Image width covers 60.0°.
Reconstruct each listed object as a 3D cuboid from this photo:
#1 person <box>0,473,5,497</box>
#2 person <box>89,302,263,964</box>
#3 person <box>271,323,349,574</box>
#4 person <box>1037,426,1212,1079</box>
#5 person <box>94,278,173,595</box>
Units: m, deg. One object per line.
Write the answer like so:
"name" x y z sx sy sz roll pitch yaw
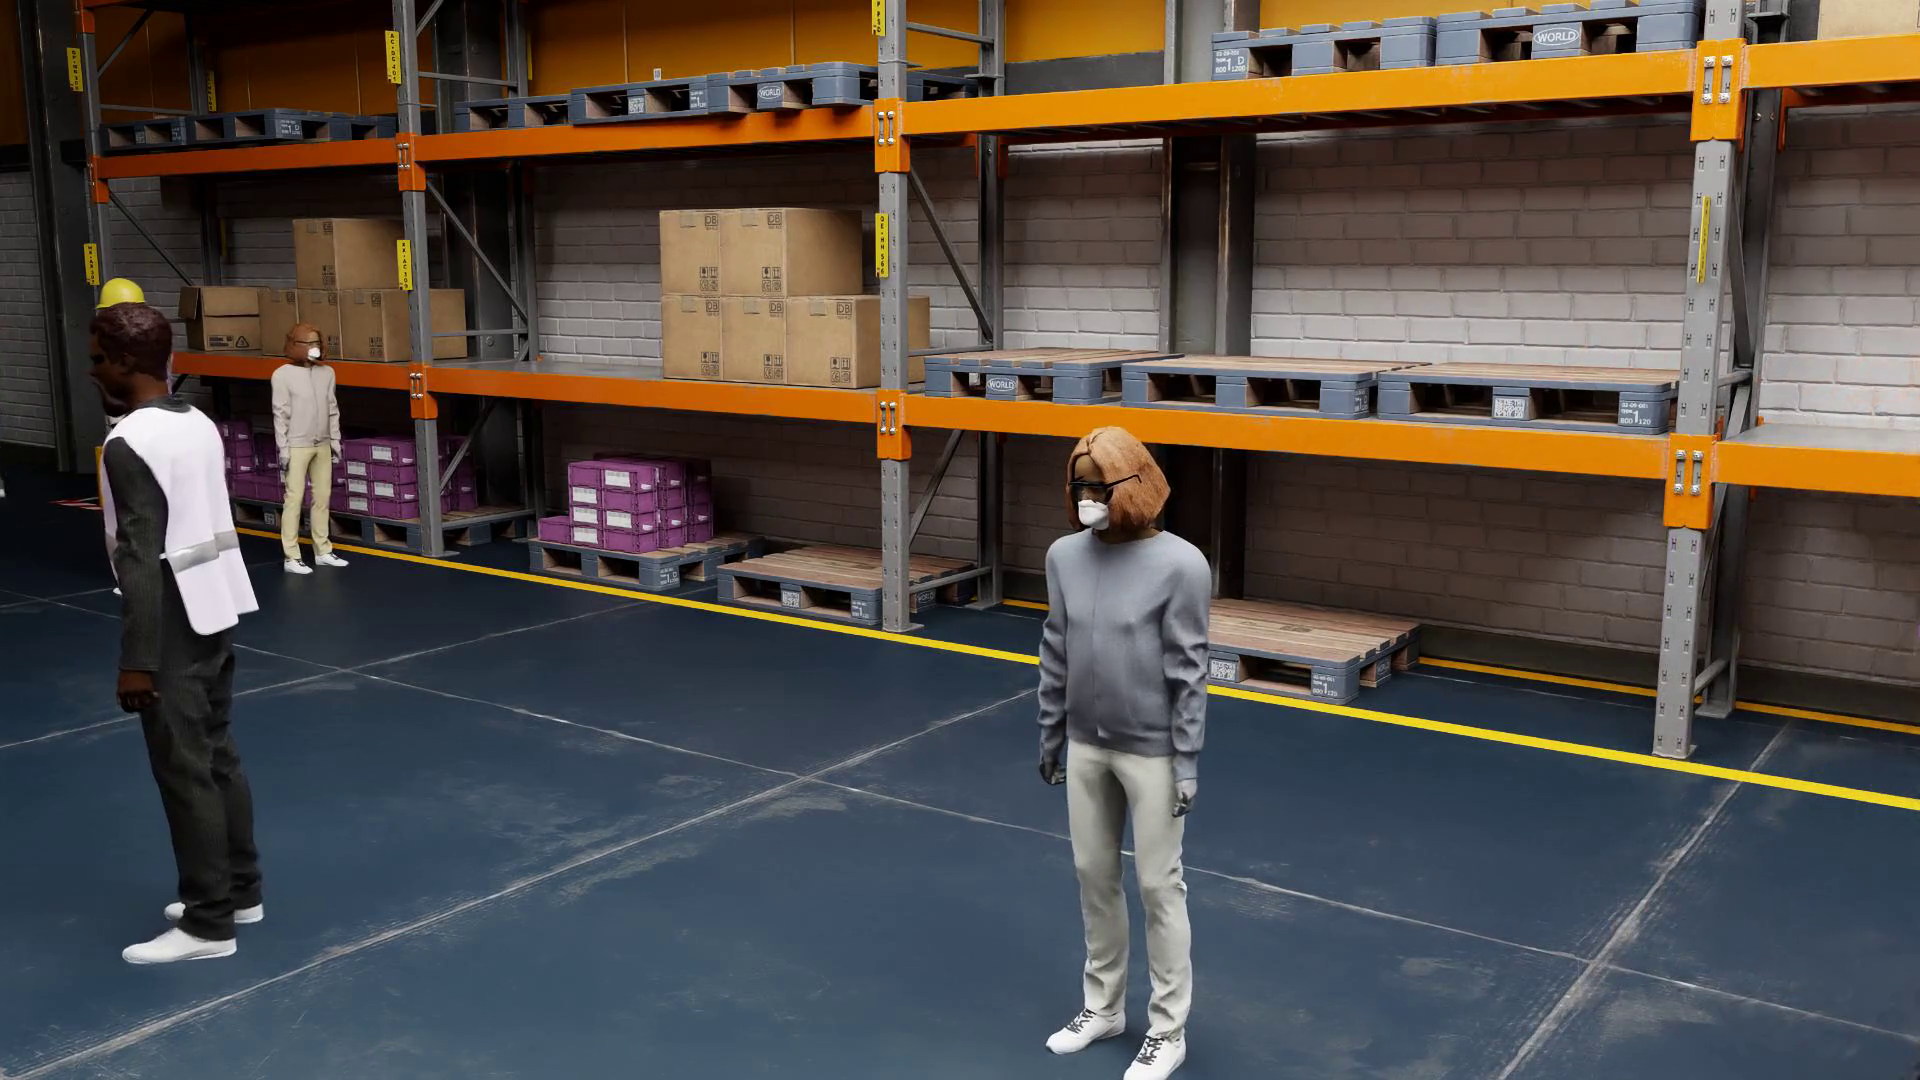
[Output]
"person" -8.434 -1.133 14.078 0.523 1.597 0.509 -1 10 -5
"person" -2.273 0.267 4.862 0.397 1.908 0.595 -1 10 -6
"person" -4.243 -0.596 10.833 0.285 1.626 0.493 5 11 26
"person" 0.390 0.527 4.145 0.503 1.623 0.299 8 13 41
"person" -4.997 -0.622 10.117 0.397 1.918 0.588 1 10 6
